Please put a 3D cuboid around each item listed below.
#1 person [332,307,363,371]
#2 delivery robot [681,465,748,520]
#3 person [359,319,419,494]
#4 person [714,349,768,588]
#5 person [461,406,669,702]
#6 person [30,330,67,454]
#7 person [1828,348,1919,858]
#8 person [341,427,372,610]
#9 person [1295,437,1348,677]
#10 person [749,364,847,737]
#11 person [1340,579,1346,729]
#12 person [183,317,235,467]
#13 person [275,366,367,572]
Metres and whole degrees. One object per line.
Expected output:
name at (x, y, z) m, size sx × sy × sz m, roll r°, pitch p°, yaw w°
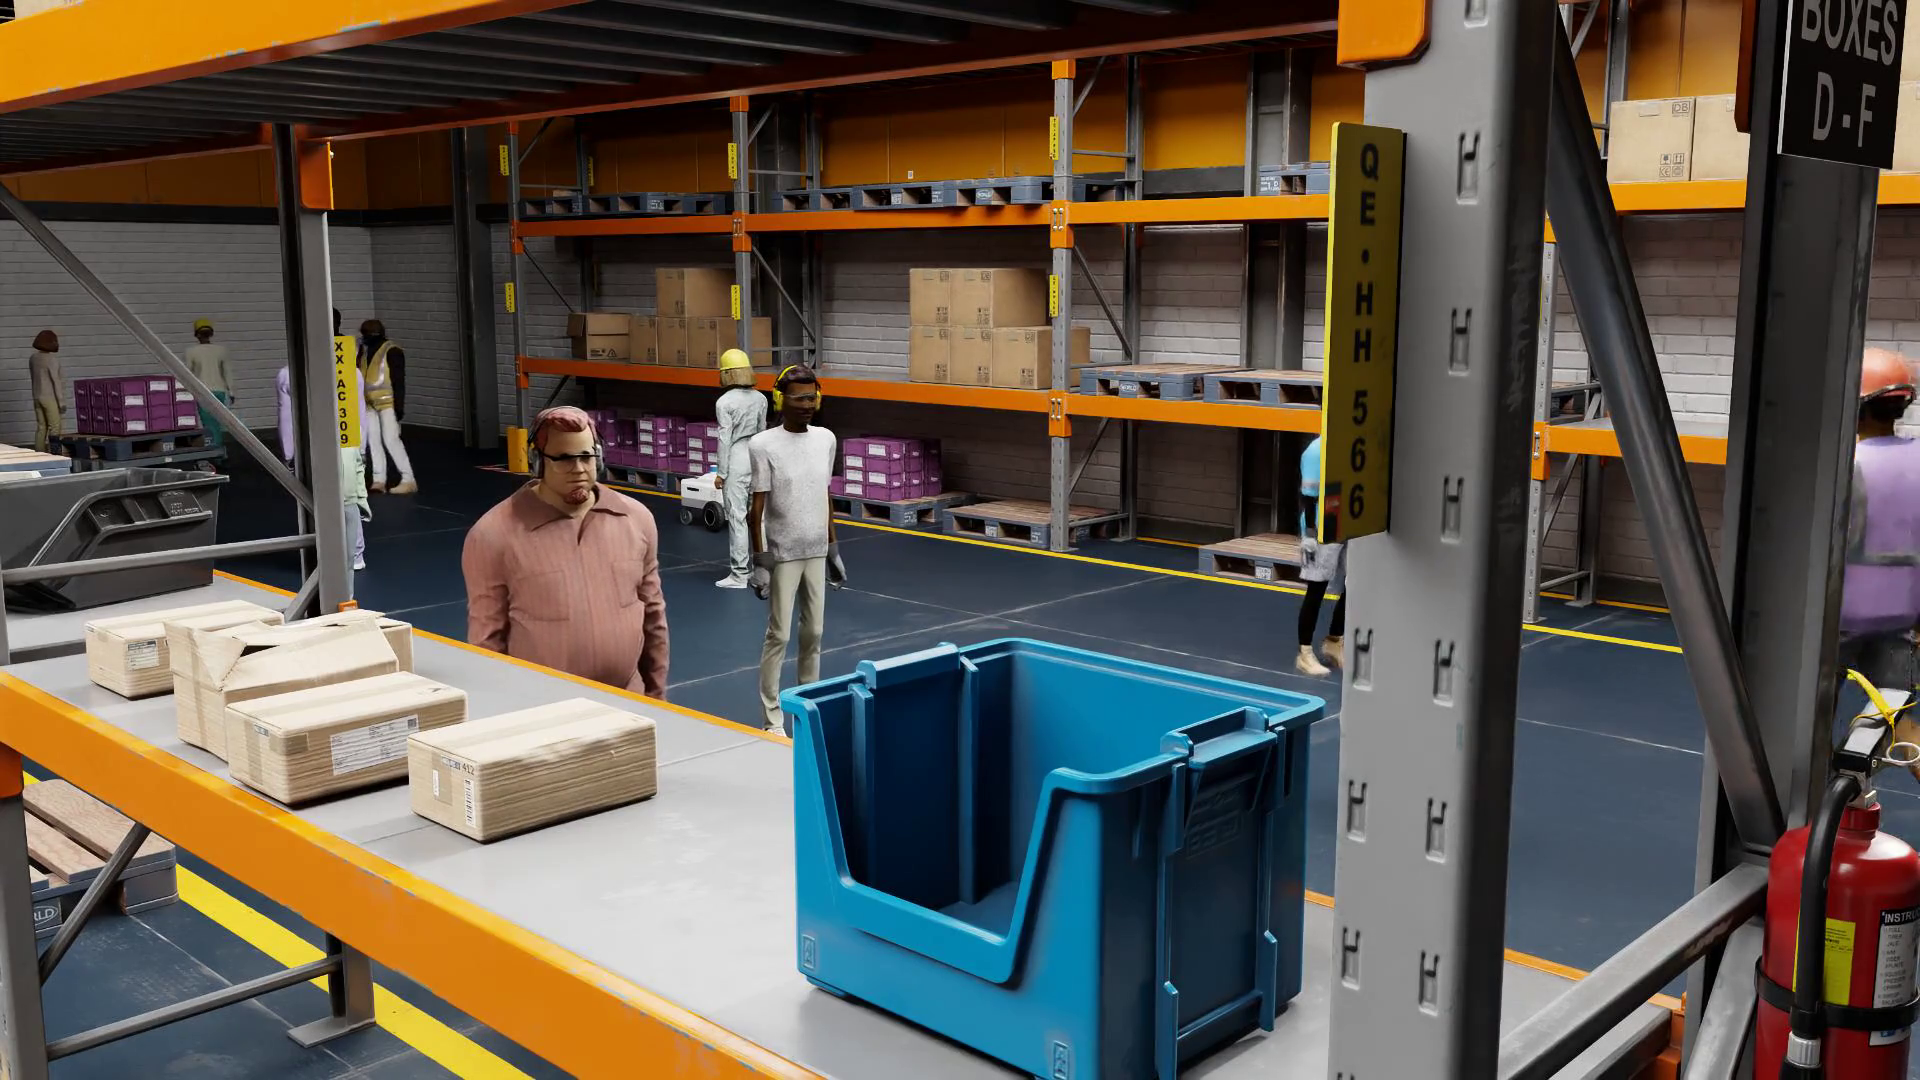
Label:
person at (-6.513, -1.464, 17.360) m, size 0.587 × 1.920 × 0.391 m, roll -2°, pitch 9°, yaw -9°
delivery robot at (-2.185, -0.429, 14.900) m, size 0.477 × 0.478 × 0.707 m, roll -9°, pitch 13°, yaw -44°
person at (-5.975, -1.363, 17.167) m, size 0.669 × 1.809 × 0.495 m, roll 6°, pitch 11°, yaw 34°
person at (-1.605, -0.519, 12.113) m, size 0.302 × 1.741 × 0.485 m, roll 7°, pitch 11°, yaw 35°
person at (-1.203, 0.528, 5.215) m, size 0.638 × 1.900 × 0.403 m, roll -7°, pitch 11°, yaw -36°
person at (-10.343, -1.564, 18.882) m, size 0.506 × 1.624 × 0.290 m, roll 5°, pitch 11°, yaw 30°
person at (3.525, 0.277, 6.399) m, size 0.615 × 2.025 × 0.858 m, roll -1°, pitch 9°, yaw -6°
person at (-3.952, -0.206, 10.517) m, size 0.279 × 1.634 × 0.499 m, roll 6°, pitch 11°, yaw 31°
person at (2.113, -0.045, 9.416) m, size 0.546 × 1.673 × 0.400 m, roll -7°, pitch 12°, yaw -37°
person at (-0.773, 0.088, 8.008) m, size 0.538 × 1.866 × 0.312 m, roll -8°, pitch 12°, yaw -41°
person at (1.776, 0.237, 6.870) m, size 0.352 × 1.937 × 0.635 m, roll 0°, pitch 9°, yaw -2°
person at (-8.893, -1.739, 19.585) m, size 0.716 × 1.742 × 0.546 m, roll 9°, pitch 13°, yaw 43°
person at (-4.833, -0.684, 12.629) m, size 0.642 × 1.905 × 0.399 m, roll -5°, pitch 10°, yaw -27°
